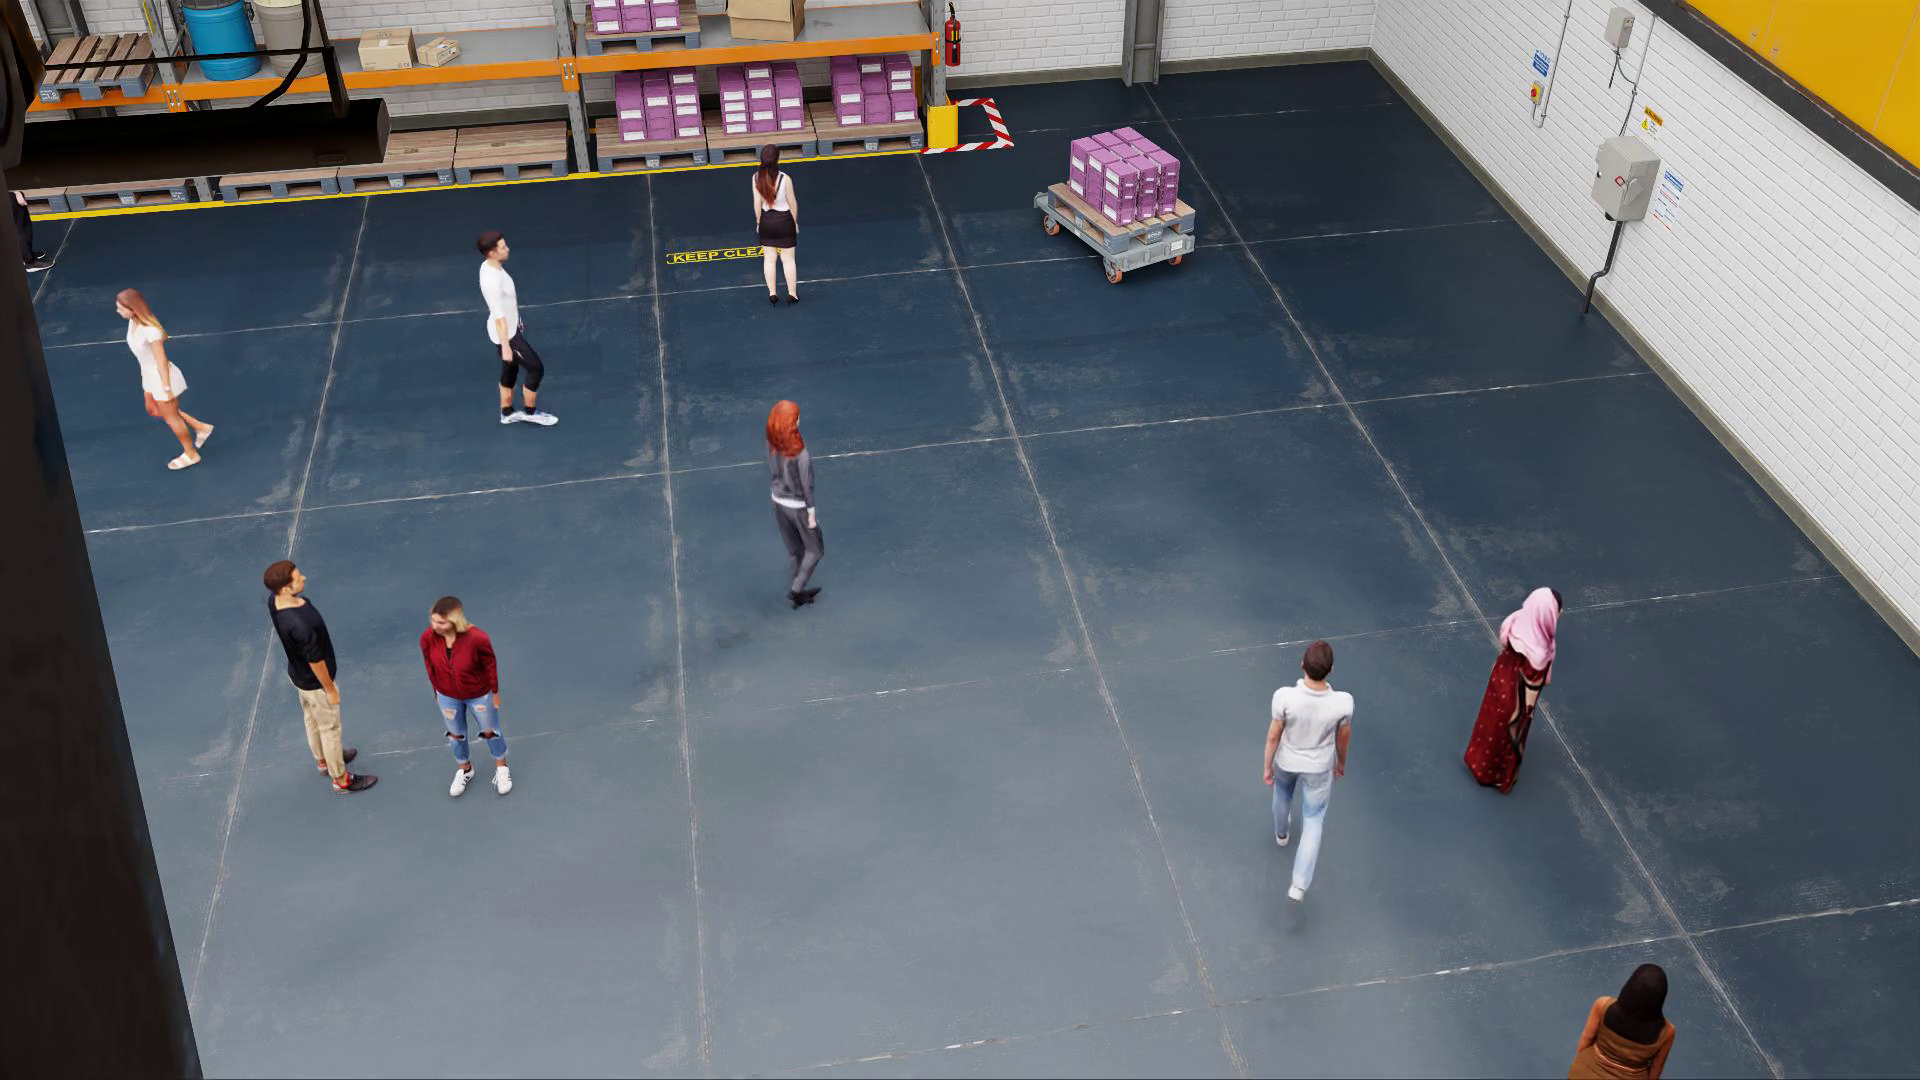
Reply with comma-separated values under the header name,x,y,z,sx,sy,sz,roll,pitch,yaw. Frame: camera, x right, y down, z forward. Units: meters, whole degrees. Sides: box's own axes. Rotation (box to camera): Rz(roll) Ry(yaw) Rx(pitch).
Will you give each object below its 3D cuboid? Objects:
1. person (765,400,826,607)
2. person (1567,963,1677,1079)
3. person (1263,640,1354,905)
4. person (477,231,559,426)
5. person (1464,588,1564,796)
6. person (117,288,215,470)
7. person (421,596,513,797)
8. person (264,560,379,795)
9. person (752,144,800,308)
name,x,y,z,sx,sy,sz,roll,pitch,yaw
person,-1.277,-0.198,12.148,0.726,1.761,0.776,32,48,33
person,3.328,2.753,8.514,0.617,1.686,0.695,19,42,22
person,2.088,1.420,10.073,1.180,1.824,1.016,7,39,9
person,-3.912,-1.742,14.021,0.737,1.837,0.725,-10,40,-13
person,3.608,0.950,10.815,0.674,1.632,0.730,0,39,0
person,-6.480,-1.359,13.664,0.813,1.685,0.746,-28,47,-31
person,-3.199,0.986,10.768,0.517,1.634,0.698,0,39,0
person,-4.186,0.872,10.732,0.714,1.857,0.725,-28,46,-30
person,-1.733,-2.960,15.697,0.527,1.648,0.665,3,39,4
